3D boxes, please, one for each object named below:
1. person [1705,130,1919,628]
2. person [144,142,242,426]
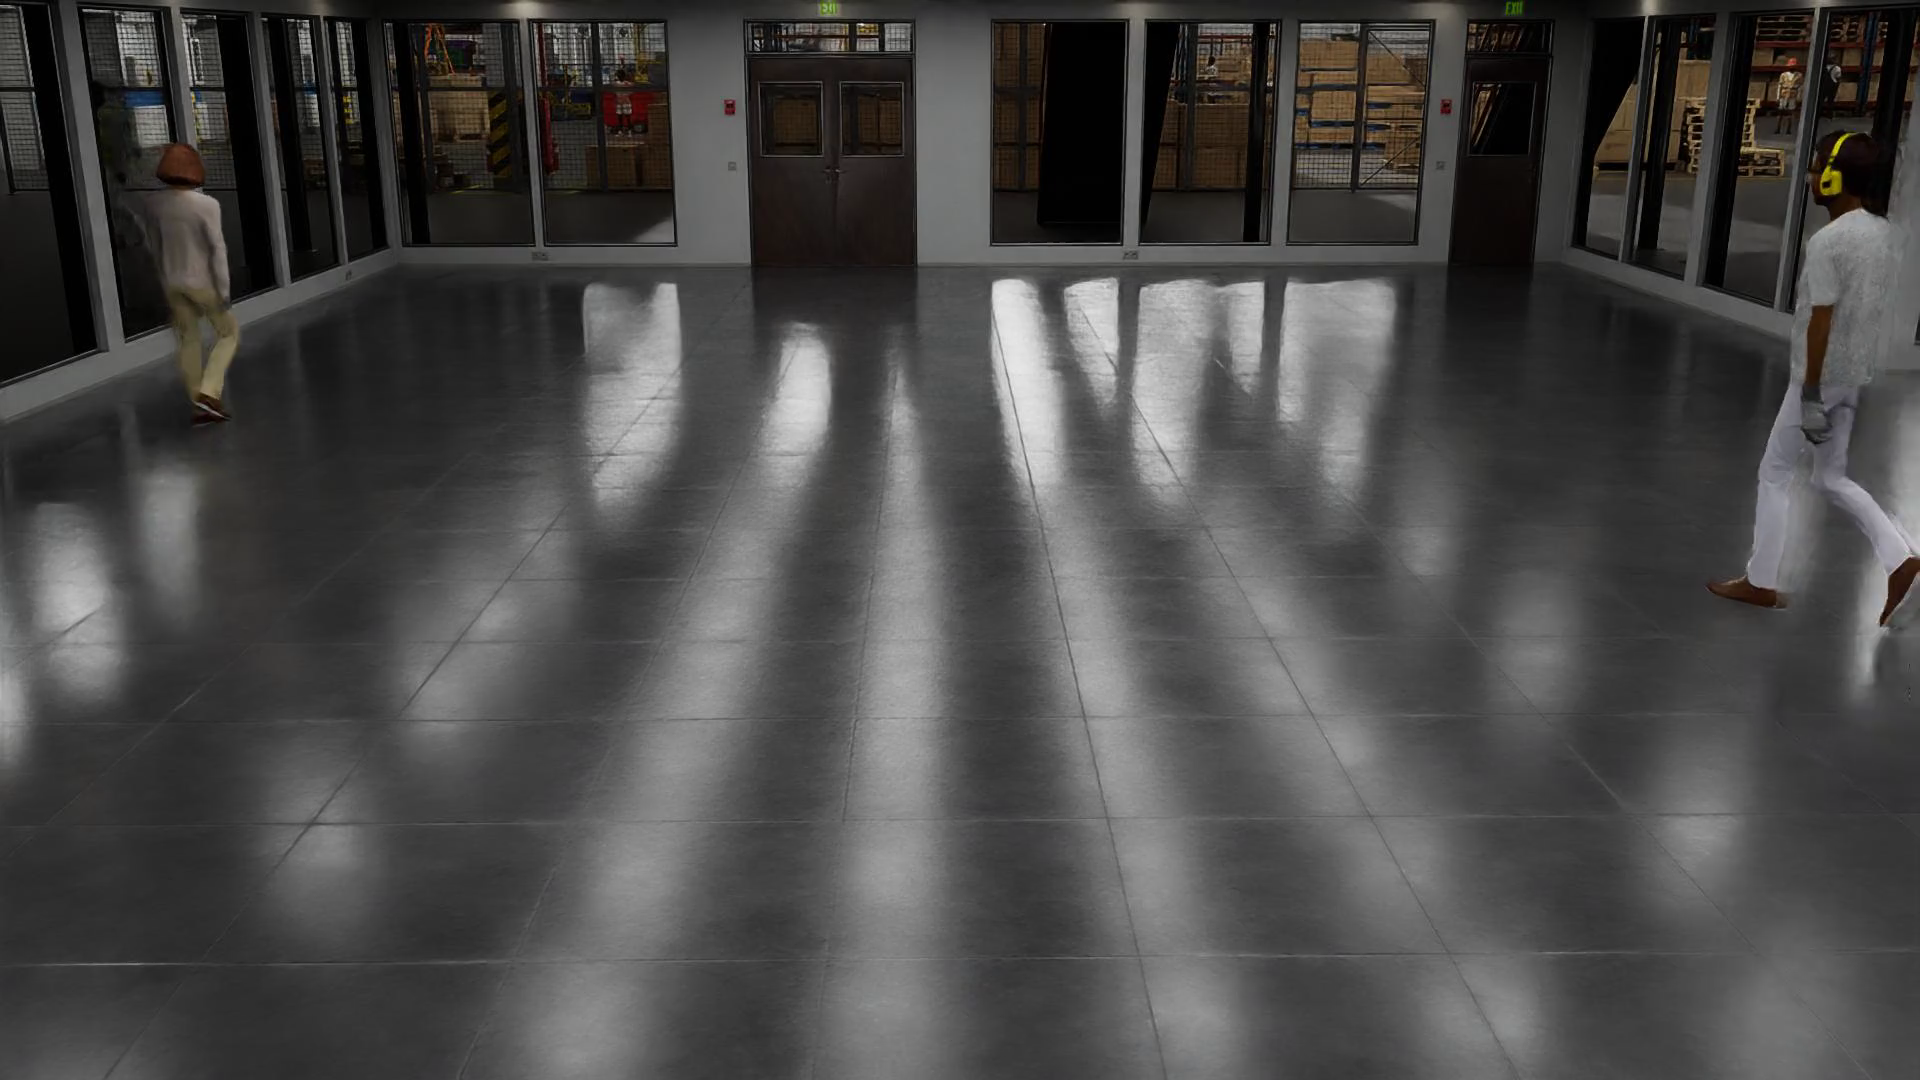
[{"bbox_3d":[3.302,-0.580,6.203,0.517,1.847,0.749,-9,19,-28],"label":"person"},{"bbox_3d":[-4.387,-1.454,9.557,0.500,1.621,0.337,3,17,11],"label":"person"}]
